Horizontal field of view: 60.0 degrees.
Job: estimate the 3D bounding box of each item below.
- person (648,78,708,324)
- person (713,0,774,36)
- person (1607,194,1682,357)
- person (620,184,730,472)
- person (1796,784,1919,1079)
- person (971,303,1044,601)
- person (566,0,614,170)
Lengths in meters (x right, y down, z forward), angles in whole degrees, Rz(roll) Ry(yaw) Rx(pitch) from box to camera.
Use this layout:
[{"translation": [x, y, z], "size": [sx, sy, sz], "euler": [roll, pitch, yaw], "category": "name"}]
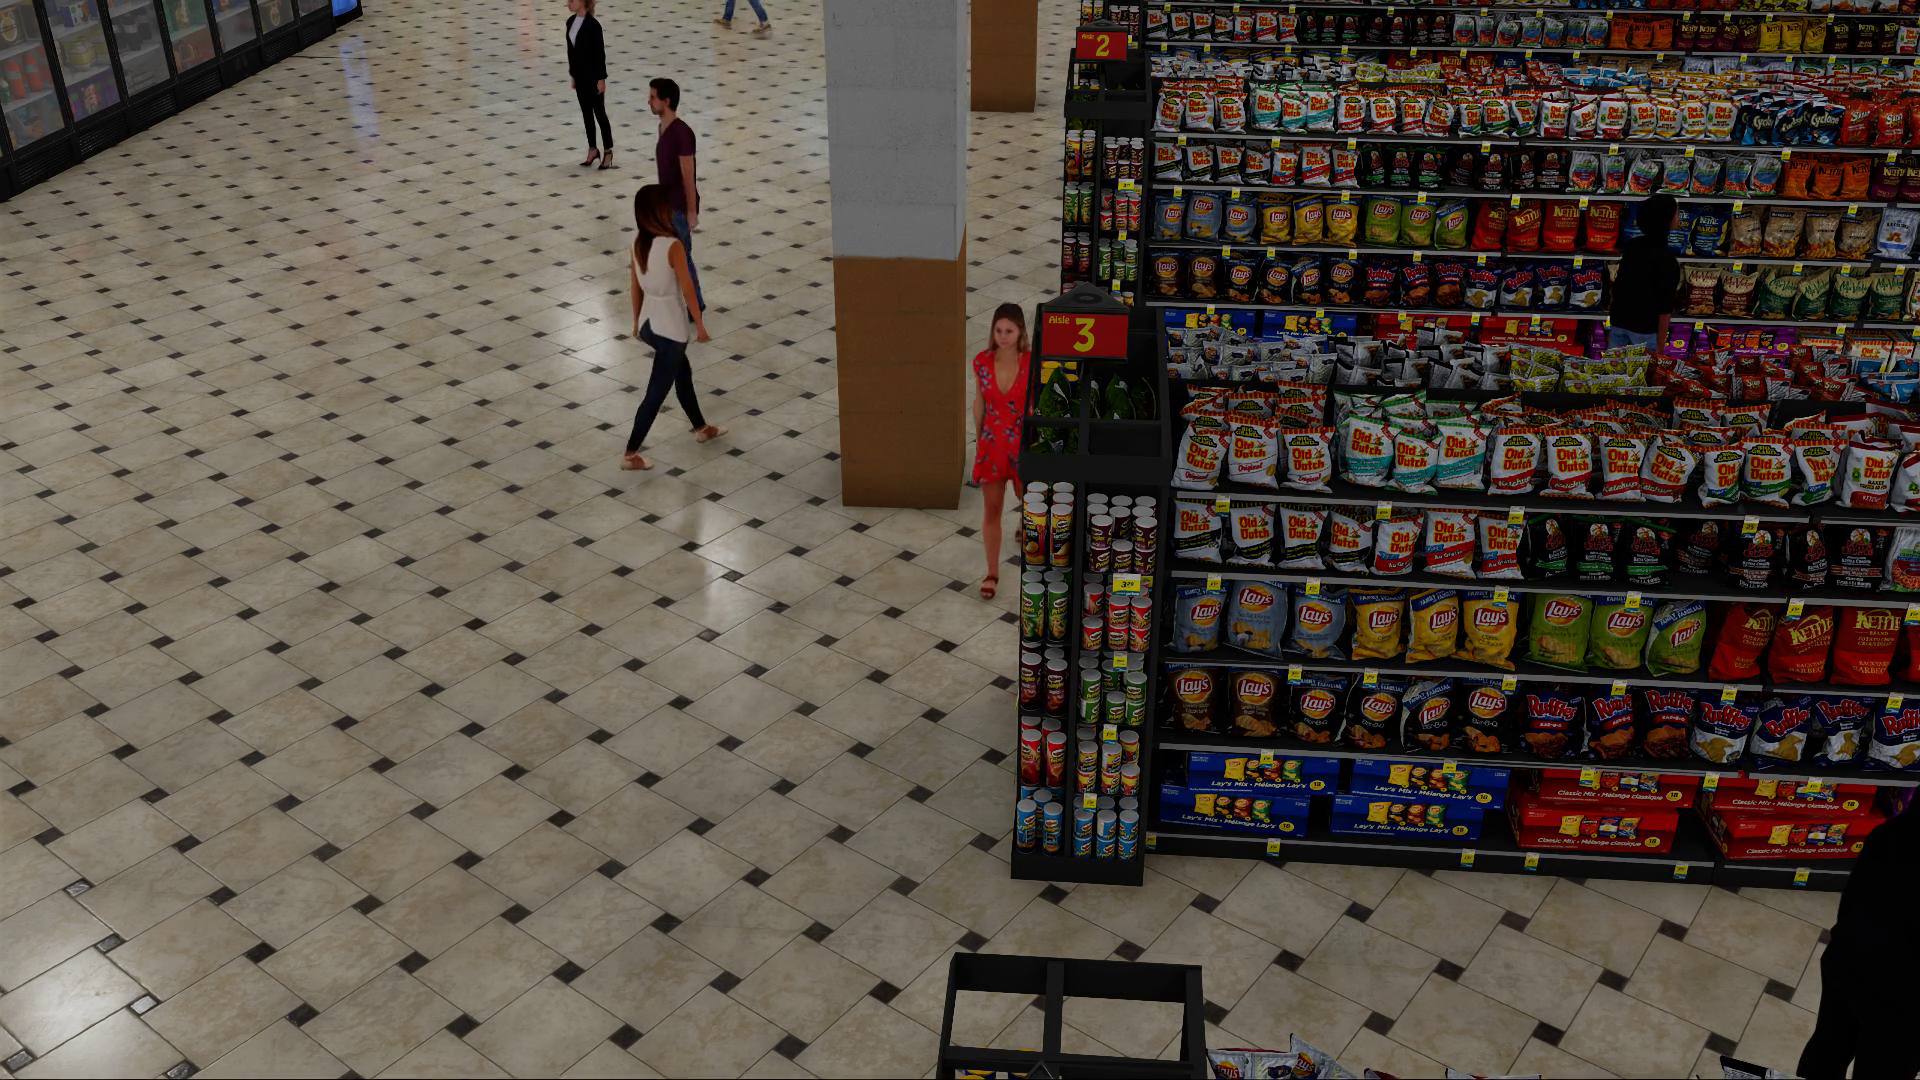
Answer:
[{"translation": [-1.990, -2.453, 12.179], "size": [0.821, 1.839, 0.800], "euler": [-13, 31, -22], "category": "person"}, {"translation": [-2.729, -7.357, 21.150], "size": [1.320, 1.850, 0.982], "euler": [14, 32, 24], "category": "person"}, {"translation": [4.136, -1.282, 10.177], "size": [0.686, 1.701, 0.660], "euler": [-13, 31, -23], "category": "person"}, {"translation": [-1.845, -1.217, 10.021], "size": [1.122, 1.738, 1.083], "euler": [22, 36, 34], "category": "person"}, {"translation": [2.945, 1.431, 5.302], "size": [0.709, 1.612, 0.710], "euler": [-5, 29, -9], "category": "person"}, {"translation": [0.296, -0.532, 8.955], "size": [1.021, 1.556, 0.729], "euler": [6, 29, 11], "category": "person"}, {"translation": [-3.538, -4.407, 15.898], "size": [0.629, 1.704, 0.752], "euler": [18, 33, 29], "category": "person"}]
